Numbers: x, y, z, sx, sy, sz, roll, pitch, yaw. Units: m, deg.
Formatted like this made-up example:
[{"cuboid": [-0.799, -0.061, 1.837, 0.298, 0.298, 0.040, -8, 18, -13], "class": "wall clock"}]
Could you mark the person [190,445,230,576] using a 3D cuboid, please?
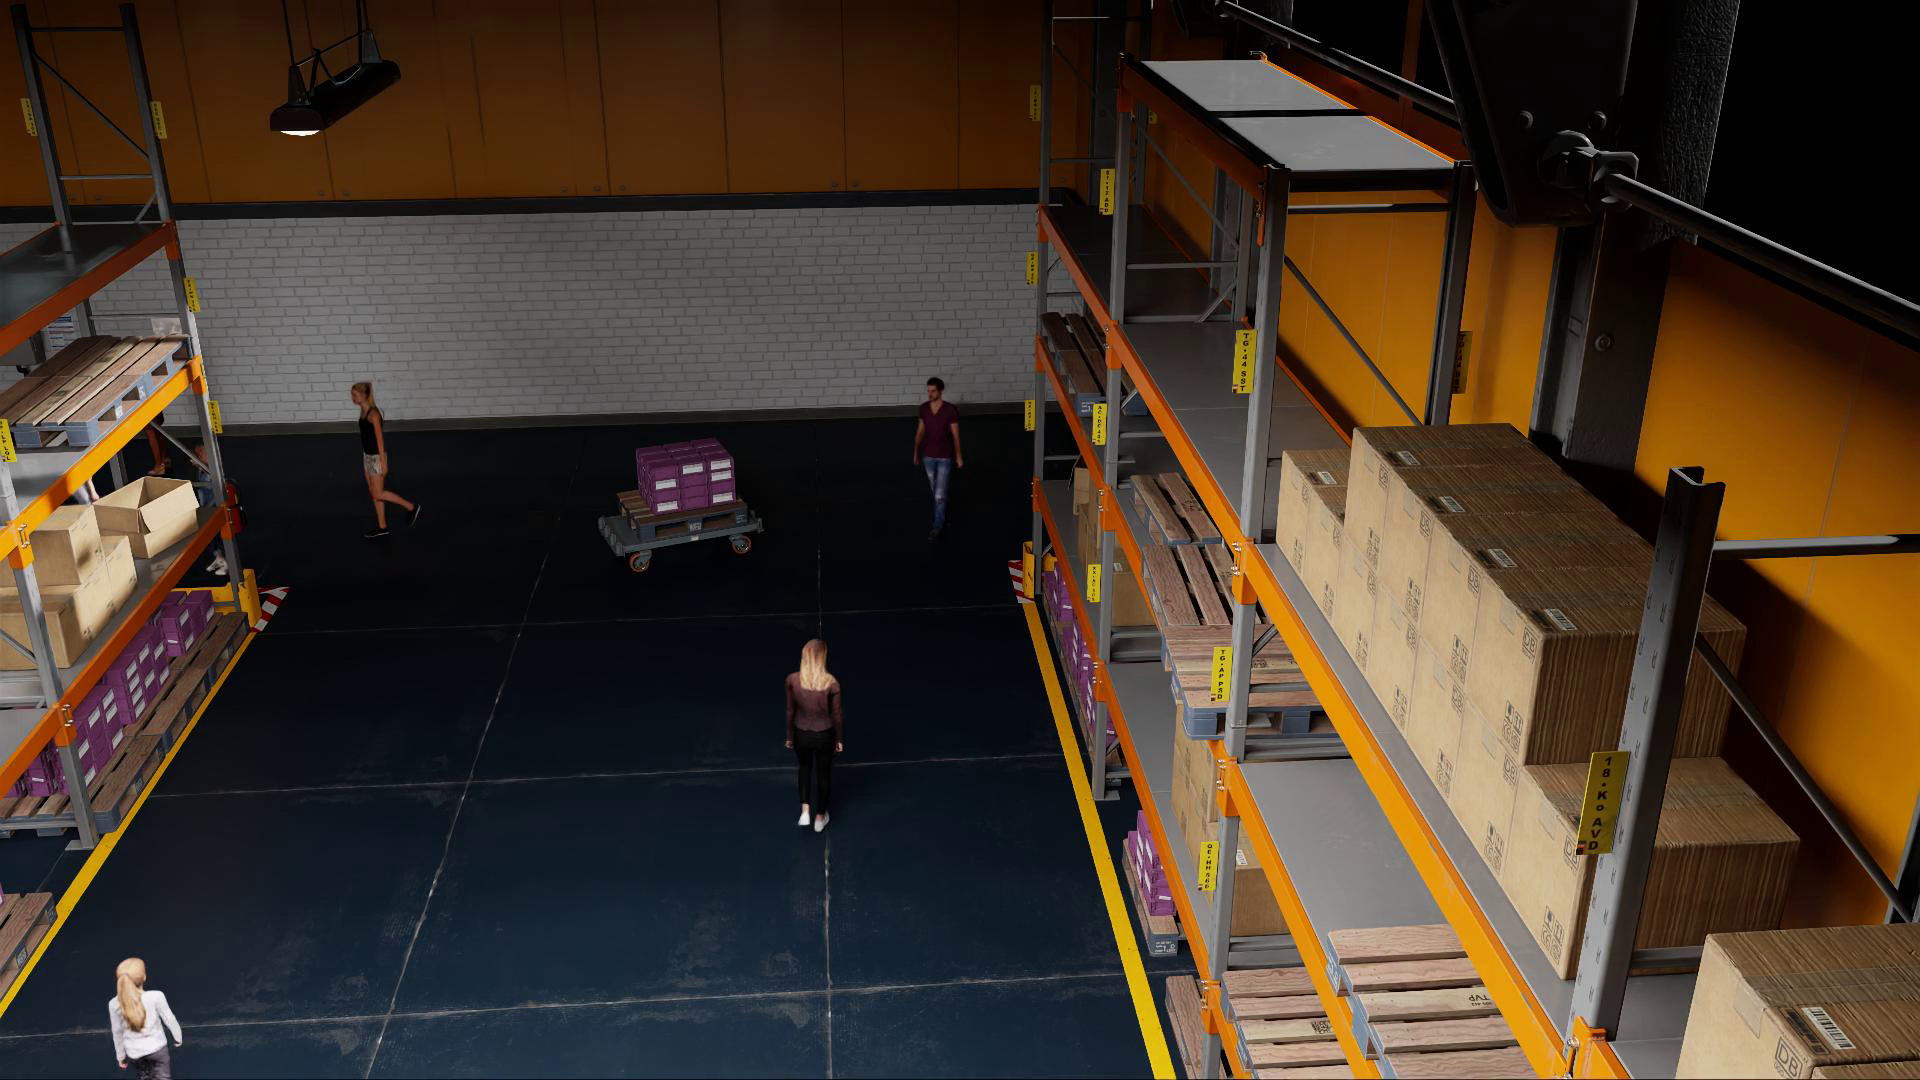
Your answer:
[{"cuboid": [-7.864, -0.332, 17.685, 0.734, 1.469, 0.623, -14, 27, -29], "class": "person"}]

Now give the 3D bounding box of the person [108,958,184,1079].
[{"cuboid": [-4.928, 3.116, 10.053, 0.543, 1.265, 0.695, -5, 24, -11], "class": "person"}]

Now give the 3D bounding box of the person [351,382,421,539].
[{"cuboid": [-6.463, -0.940, 18.624, 0.912, 1.832, 0.917, -16, 28, -32], "class": "person"}]

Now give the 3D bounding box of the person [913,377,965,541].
[{"cuboid": [-0.192, -0.970, 18.699, 0.969, 1.827, 1.057, 14, 27, 28], "class": "person"}]

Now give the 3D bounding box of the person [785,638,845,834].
[{"cuboid": [-1.161, 1.588, 13.020, 0.692, 1.688, 0.723, 3, 24, 7], "class": "person"}]
